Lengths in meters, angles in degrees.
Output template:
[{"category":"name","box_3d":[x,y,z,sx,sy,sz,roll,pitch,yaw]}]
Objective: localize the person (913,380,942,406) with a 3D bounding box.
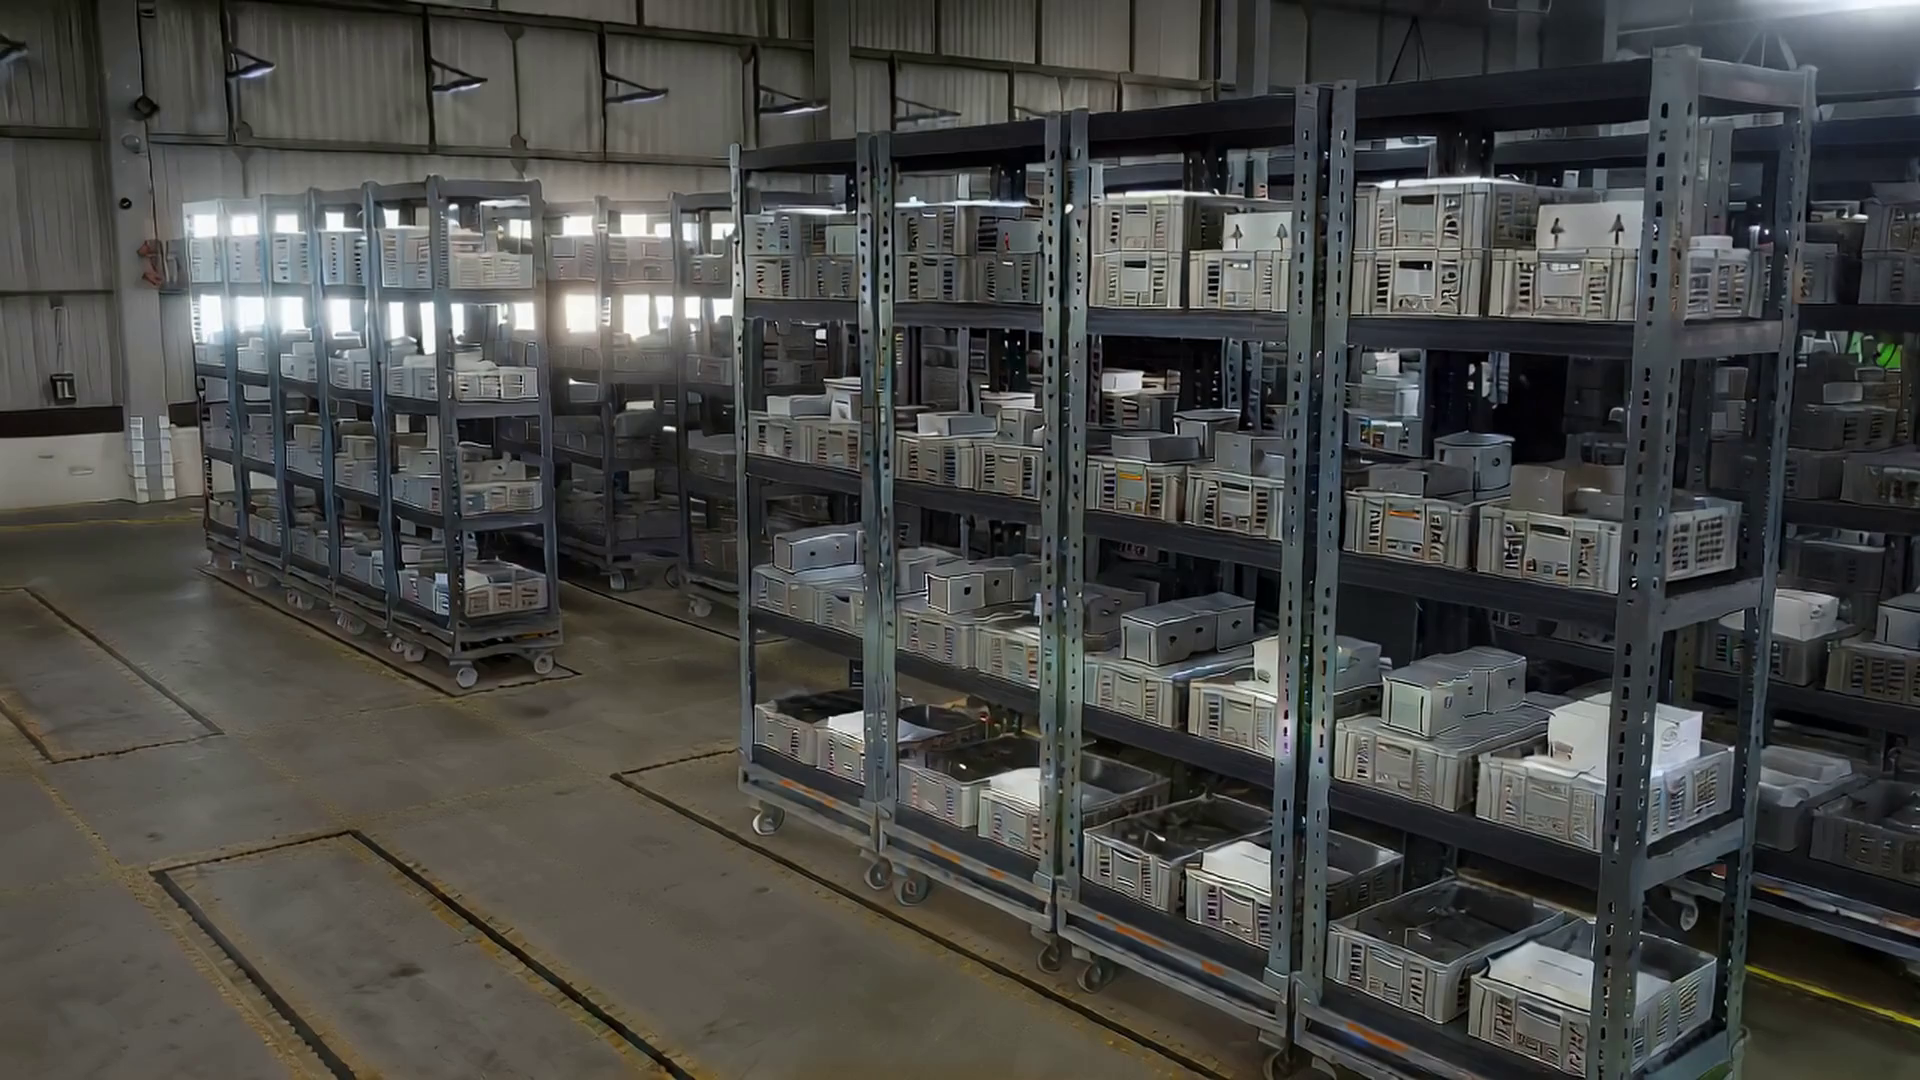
[{"category":"person","box_3d":[-0.505,-0.923,18.391,0.797,1.802,0.589,8,12,41]}]
